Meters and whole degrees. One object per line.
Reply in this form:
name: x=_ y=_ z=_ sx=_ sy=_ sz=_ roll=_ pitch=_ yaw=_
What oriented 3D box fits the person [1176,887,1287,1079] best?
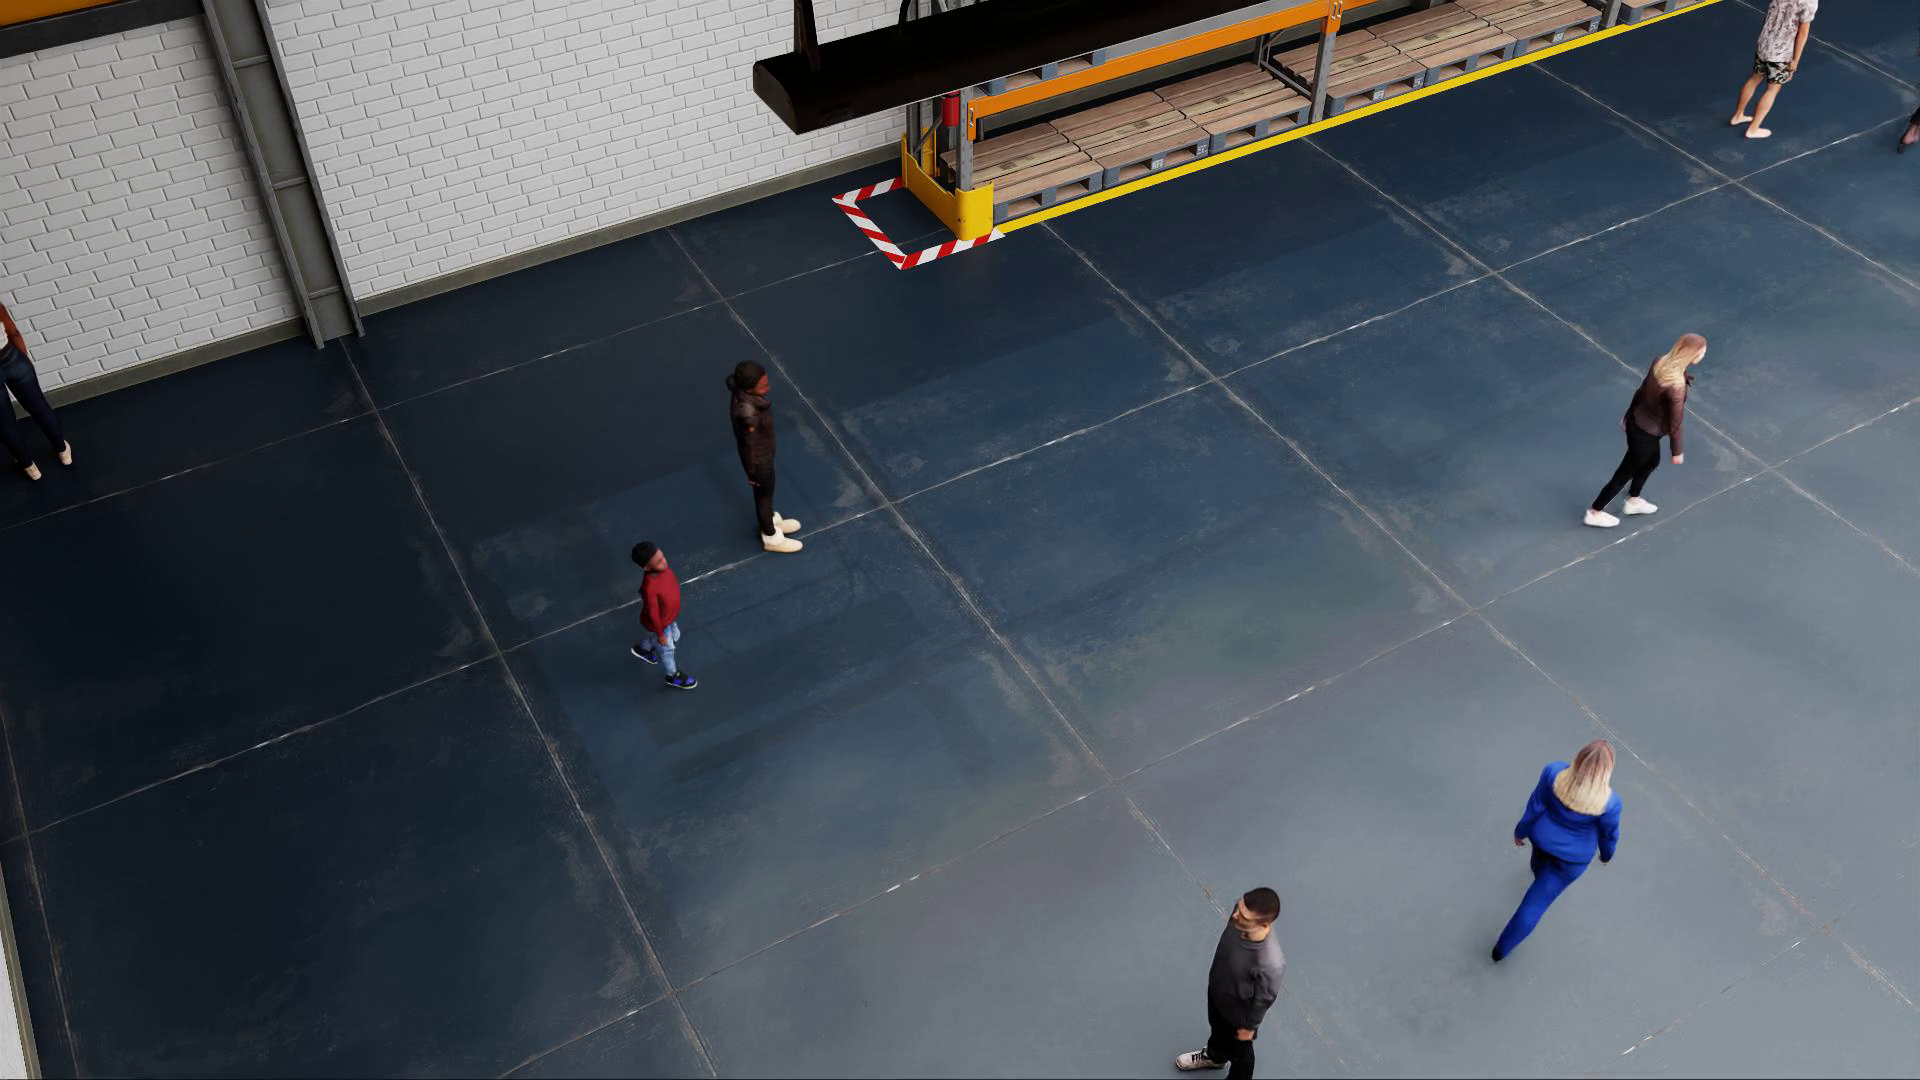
person: x=1.404 y=2.295 z=8.388 sx=0.611 sy=1.761 sz=0.661 roll=-12 pitch=45 yaw=-13

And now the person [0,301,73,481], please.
person: x=-6.953 y=-1.217 z=12.040 sx=0.612 sy=1.810 sz=0.752 roll=-33 pitch=52 yaw=-30

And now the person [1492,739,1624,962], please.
person: x=3.205 y=1.739 z=9.048 sx=0.860 sy=1.656 sz=1.186 roll=32 pitch=52 yaw=29

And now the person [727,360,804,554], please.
person: x=-1.404 y=-0.573 z=11.469 sx=0.719 sy=1.664 sz=0.652 roll=-13 pitch=45 yaw=-13

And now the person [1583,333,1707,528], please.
person: x=4.700 y=-0.733 z=11.631 sx=0.911 sy=1.673 sz=0.830 roll=5 pitch=44 yaw=5

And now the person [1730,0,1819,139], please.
person: x=7.702 y=-4.668 z=15.663 sx=0.630 sy=1.809 sz=0.713 roll=-15 pitch=46 yaw=-15

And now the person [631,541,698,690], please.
person: x=-1.980 y=0.477 z=10.672 sx=0.773 sy=1.244 sz=0.693 roll=5 pitch=44 yaw=5
